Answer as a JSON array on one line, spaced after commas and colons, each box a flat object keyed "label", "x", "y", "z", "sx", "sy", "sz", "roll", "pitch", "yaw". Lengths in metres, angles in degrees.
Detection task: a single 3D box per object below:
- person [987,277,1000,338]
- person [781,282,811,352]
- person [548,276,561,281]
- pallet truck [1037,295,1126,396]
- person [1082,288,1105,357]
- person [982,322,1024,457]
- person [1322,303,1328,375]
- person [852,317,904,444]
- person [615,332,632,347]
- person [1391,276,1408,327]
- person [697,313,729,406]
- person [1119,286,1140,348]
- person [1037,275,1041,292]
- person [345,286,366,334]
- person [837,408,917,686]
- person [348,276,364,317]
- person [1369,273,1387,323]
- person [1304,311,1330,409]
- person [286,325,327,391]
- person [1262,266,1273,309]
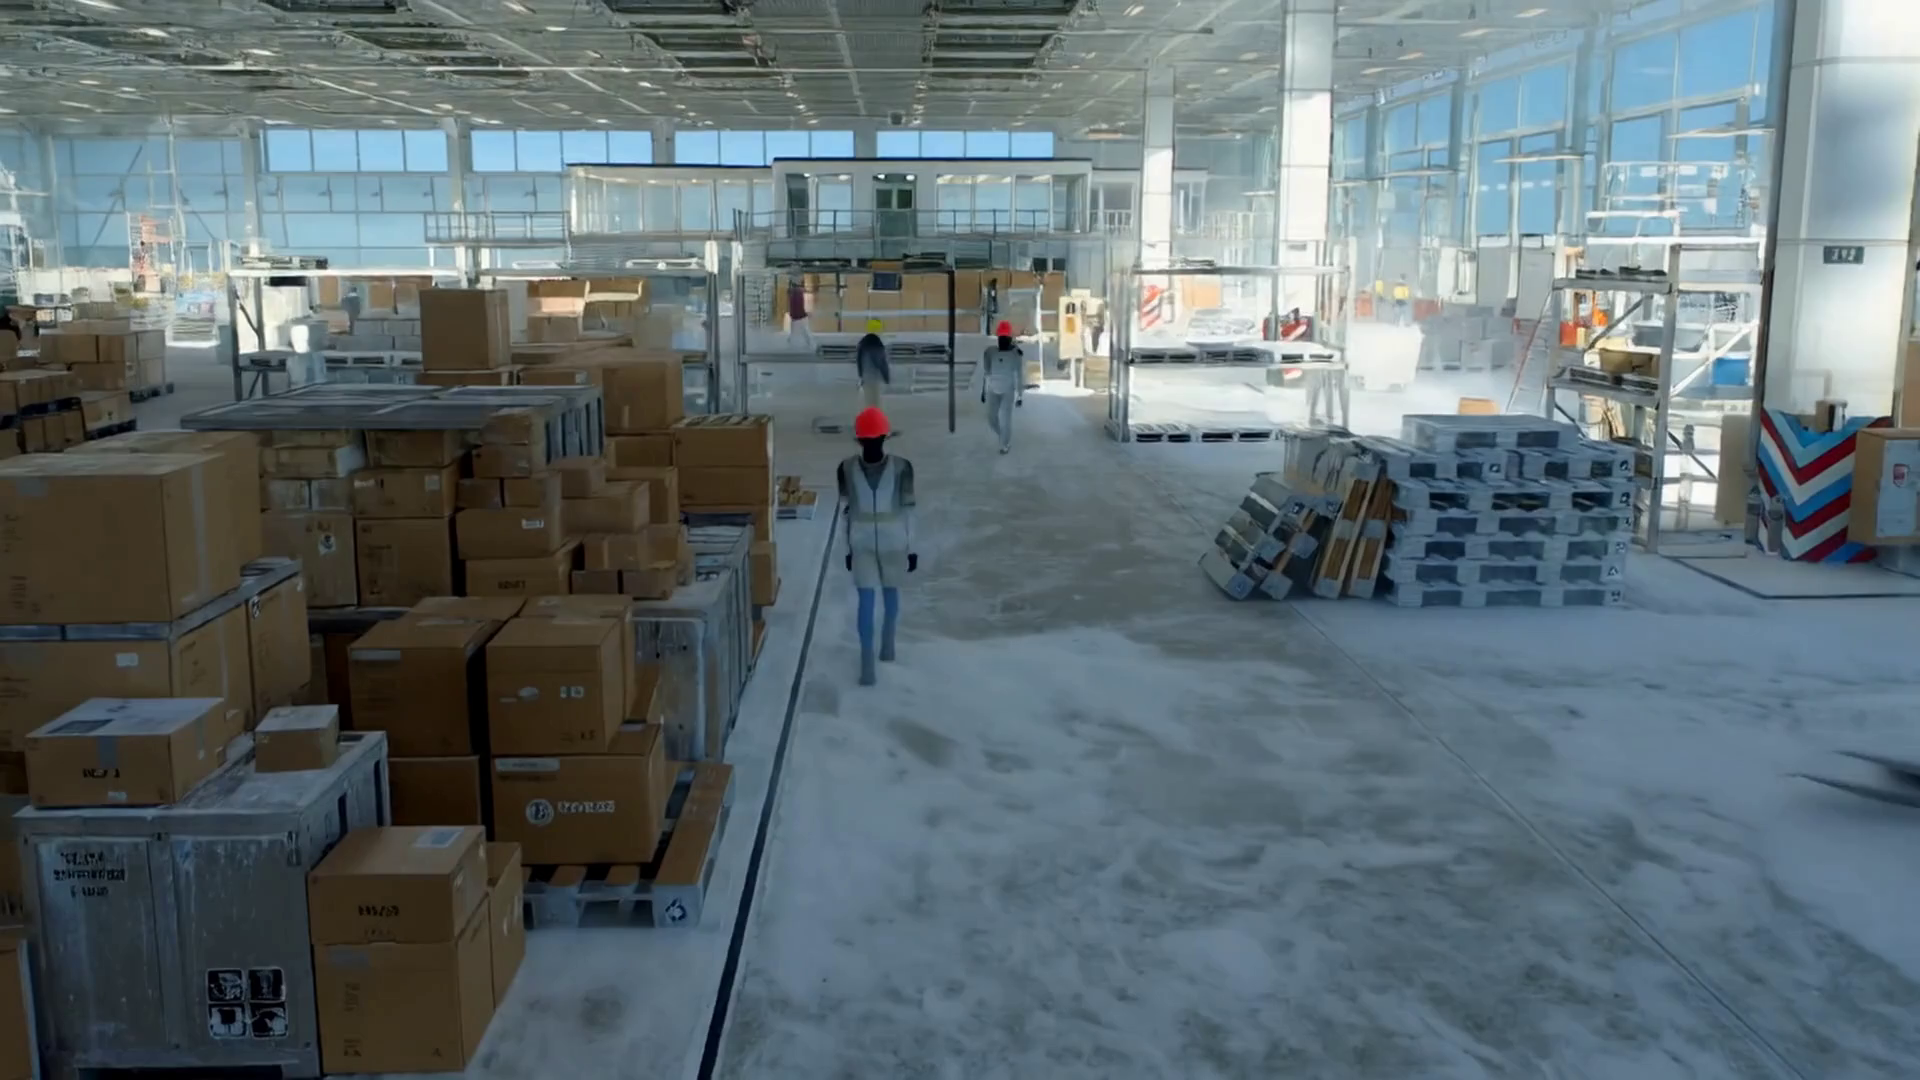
[{"label": "person", "x": 1.070, "y": -7.305, "z": 52.333, "sx": 0.371, "sy": 1.932, "sz": 0.628, "roll": 4, "pitch": 11, "yaw": 21}, {"label": "person", "x": -4.499, "y": -6.177, "z": 46.040, "sx": 1.037, "sy": 1.941, "sz": 0.640, "roll": 9, "pitch": 14, "yaw": 41}, {"label": "person", "x": -17.463, "y": -10.754, "z": 71.794, "sx": 0.591, "sy": 1.847, "sz": 0.956, "roll": 0, "pitch": 10, "yaw": 1}, {"label": "pallet truck", "x": 2.483, "y": -3.881, "z": 33.060, "sx": 1.885, "sy": 1.965, "sz": 0.823, "roll": -7, "pitch": 13, "yaw": -36}, {"label": "person", "x": 3.452, "y": -5.634, "z": 43.312, "sx": 0.638, "sy": 1.823, "sz": 0.659, "roll": 2, "pitch": 10, "yaw": 13}, {"label": "person", "x": 0.612, "y": -2.143, "z": 23.612, "sx": 0.615, "sy": 1.911, "sz": 0.478, "roll": 3, "pitch": 11, "yaw": 17}, {"label": "person", "x": 8.160, "y": -4.598, "z": 37.979, "sx": 0.554, "sy": 1.683, "sz": 0.561, "roll": 7, "pitch": 12, "yaw": 35}, {"label": "person", "x": -1.230, "y": -2.405, "z": 25.121, "sx": 0.977, "sy": 1.889, "sz": 0.653, "roll": -5, "pitch": 11, "yaw": -25}, {"label": "person", "x": -4.372, "y": -1.704, "z": 21.234, "sx": 0.761, "sy": 1.896, "sz": 0.597, "roll": -9, "pitch": 14, "yaw": -41}, {"label": "person", "x": 14.556, "y": -7.775, "z": 55.073, "sx": 0.548, "sy": 1.895, "sz": 0.997, "roll": 2, "pitch": 10, "yaw": 11}, {"label": "person", "x": -4.636, "y": -3.371, "z": 30.997, "sx": 0.491, "sy": 1.725, "sz": 0.642, "roll": 6, "pitch": 12, "yaw": 32}, {"label": "person", "x": 4.314, "y": -5.548, "z": 42.605, "sx": 0.632, "sy": 1.902, "sz": 0.481, "roll": 1, "pitch": 10, "yaw": 3}, {"label": "person", "x": 2.913, "y": -8.754, "z": 60.669, "sx": 0.442, "sy": 1.829, "sz": 0.653, "roll": -4, "pitch": 11, "yaw": -22}, {"label": "person", "x": -16.011, "y": -5.805, "z": 44.161, "sx": 0.494, "sy": 1.857, "sz": 0.552, "roll": 9, "pitch": 14, "yaw": 41}, {"label": "person", "x": -0.580, "y": 0.004, "z": 11.708, "sx": 0.555, "sy": 1.903, "sz": 0.960, "roll": 0, "pitch": 10, "yaw": 0}, {"label": "person", "x": -21.930, "y": -8.831, "z": 60.508, "sx": 0.615, "sy": 2.040, "sz": 0.391, "roll": 4, "pitch": 11, "yaw": 19}, {"label": "person", "x": 14.966, "y": -8.589, "z": 59.551, "sx": 0.621, "sy": 1.904, "sz": 0.813, "roll": 3, "pitch": 11, "yaw": 15}, {"label": "person", "x": 6.488, "y": -3.288, "z": 30.335, "sx": 0.337, "sy": 1.809, "sz": 0.719, "roll": -1, "pitch": 10, "yaw": -6}, {"label": "person", "x": -8.626, "y": -1.864, "z": 21.965, "sx": 0.607, "sy": 1.955, "sz": 0.376, "roll": 3, "pitch": 11, "yaw": 17}, {"label": "person", "x": 13.891, "y": -11.383, "z": 75.034, "sx": 0.603, "sy": 1.937, "sz": 1.020, "roll": 0, "pitch": 10, "yaw": 1}]
